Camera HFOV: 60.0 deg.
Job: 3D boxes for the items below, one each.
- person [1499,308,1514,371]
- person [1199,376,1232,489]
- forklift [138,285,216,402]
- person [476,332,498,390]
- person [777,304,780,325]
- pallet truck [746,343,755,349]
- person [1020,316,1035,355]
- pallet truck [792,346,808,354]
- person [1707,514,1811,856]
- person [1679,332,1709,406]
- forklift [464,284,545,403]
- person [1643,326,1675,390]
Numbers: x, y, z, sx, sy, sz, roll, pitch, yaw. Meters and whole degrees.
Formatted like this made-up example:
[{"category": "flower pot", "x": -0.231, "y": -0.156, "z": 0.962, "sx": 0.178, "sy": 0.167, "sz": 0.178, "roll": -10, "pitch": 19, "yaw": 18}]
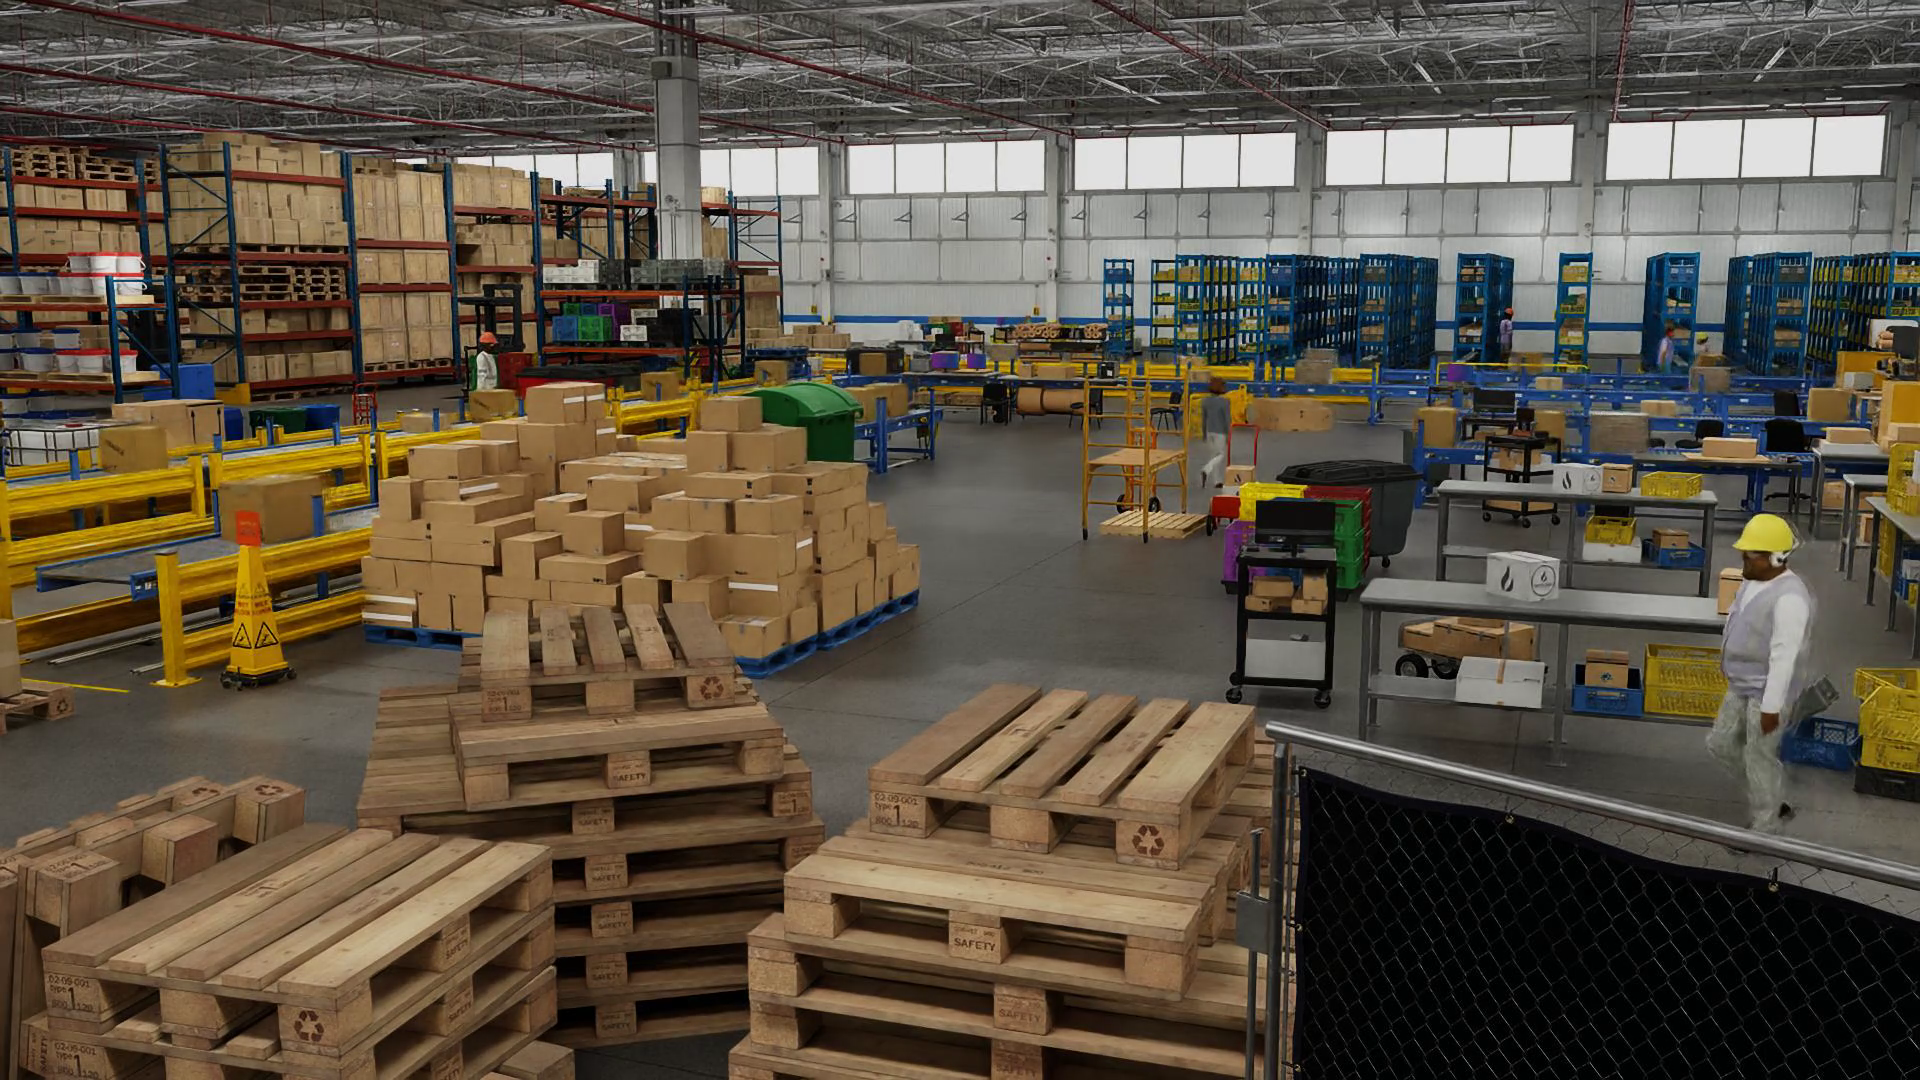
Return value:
[{"category": "person", "x": 16.576, "y": -6.003, "z": 50.391, "sx": 0.365, "sy": 2.048, "sz": 0.607, "roll": -1, "pitch": 9, "yaw": -9}, {"category": "person", "x": 3.591, "y": -1.504, "z": 23.477, "sx": 0.618, "sy": 1.613, "sz": 0.511, "roll": -8, "pitch": 12, "yaw": -40}, {"category": "forklift", "x": -17.480, "y": -4.200, "z": 36.461, "sx": 1.873, "sy": 2.768, "sz": 1.129, "roll": 3, "pitch": 10, "yaw": 19}, {"category": "person", "x": -8.266, "y": -2.626, "z": 29.197, "sx": 0.396, "sy": 2.044, "sz": 0.609, "roll": 0, "pitch": 9, "yaw": -1}, {"category": "person", "x": -7.275, "y": -8.445, "z": 66.121, "sx": 0.895, "sy": 1.908, "sz": 0.629, "roll": 3, "pitch": 9, "yaw": 16}, {"category": "pallet truck", "x": -6.183, "y": -4.618, "z": 44.264, "sx": 1.601, "sy": 1.201, "sz": 0.680, "roll": -9, "pitch": 12, "yaw": -43}, {"category": "person", "x": 1.997, "y": -5.391, "z": 47.053, "sx": 0.762, "sy": 1.881, "sz": 0.685, "roll": 6, "pitch": 11, "yaw": 33}, {"category": "pallet truck", "x": -3.705, "y": -4.298, "z": 42.022, "sx": 0.653, "sy": 1.274, "sz": 1.630, "roll": 3, "pitch": 10, "yaw": 20}, {"category": "person", "x": 4.164, "y": 0.758, "z": 8.652, "sx": 0.417, "sy": 1.812, "sz": 0.616, "roll": 1, "pitch": 9, "yaw": 6}, {"category": "person", "x": 17.164, "y": -3.942, "z": 38.479, "sx": 0.930, "sy": 1.721, "sz": 0.538, "roll": 6, "pitch": 11, "yaw": 34}, {"category": "forklift", "x": -10.832, "y": -4.702, "z": 39.610, "sx": 1.129, "sy": 2.768, "sz": 1.873, "roll": 3, "pitch": 10, "yaw": 20}, {"category": "person", "x": 16.909, "y": -4.231, "z": 39.994, "sx": 0.775, "sy": 1.821, "sz": 0.569, "roll": 5, "pitch": 11, "yaw": 31}]
